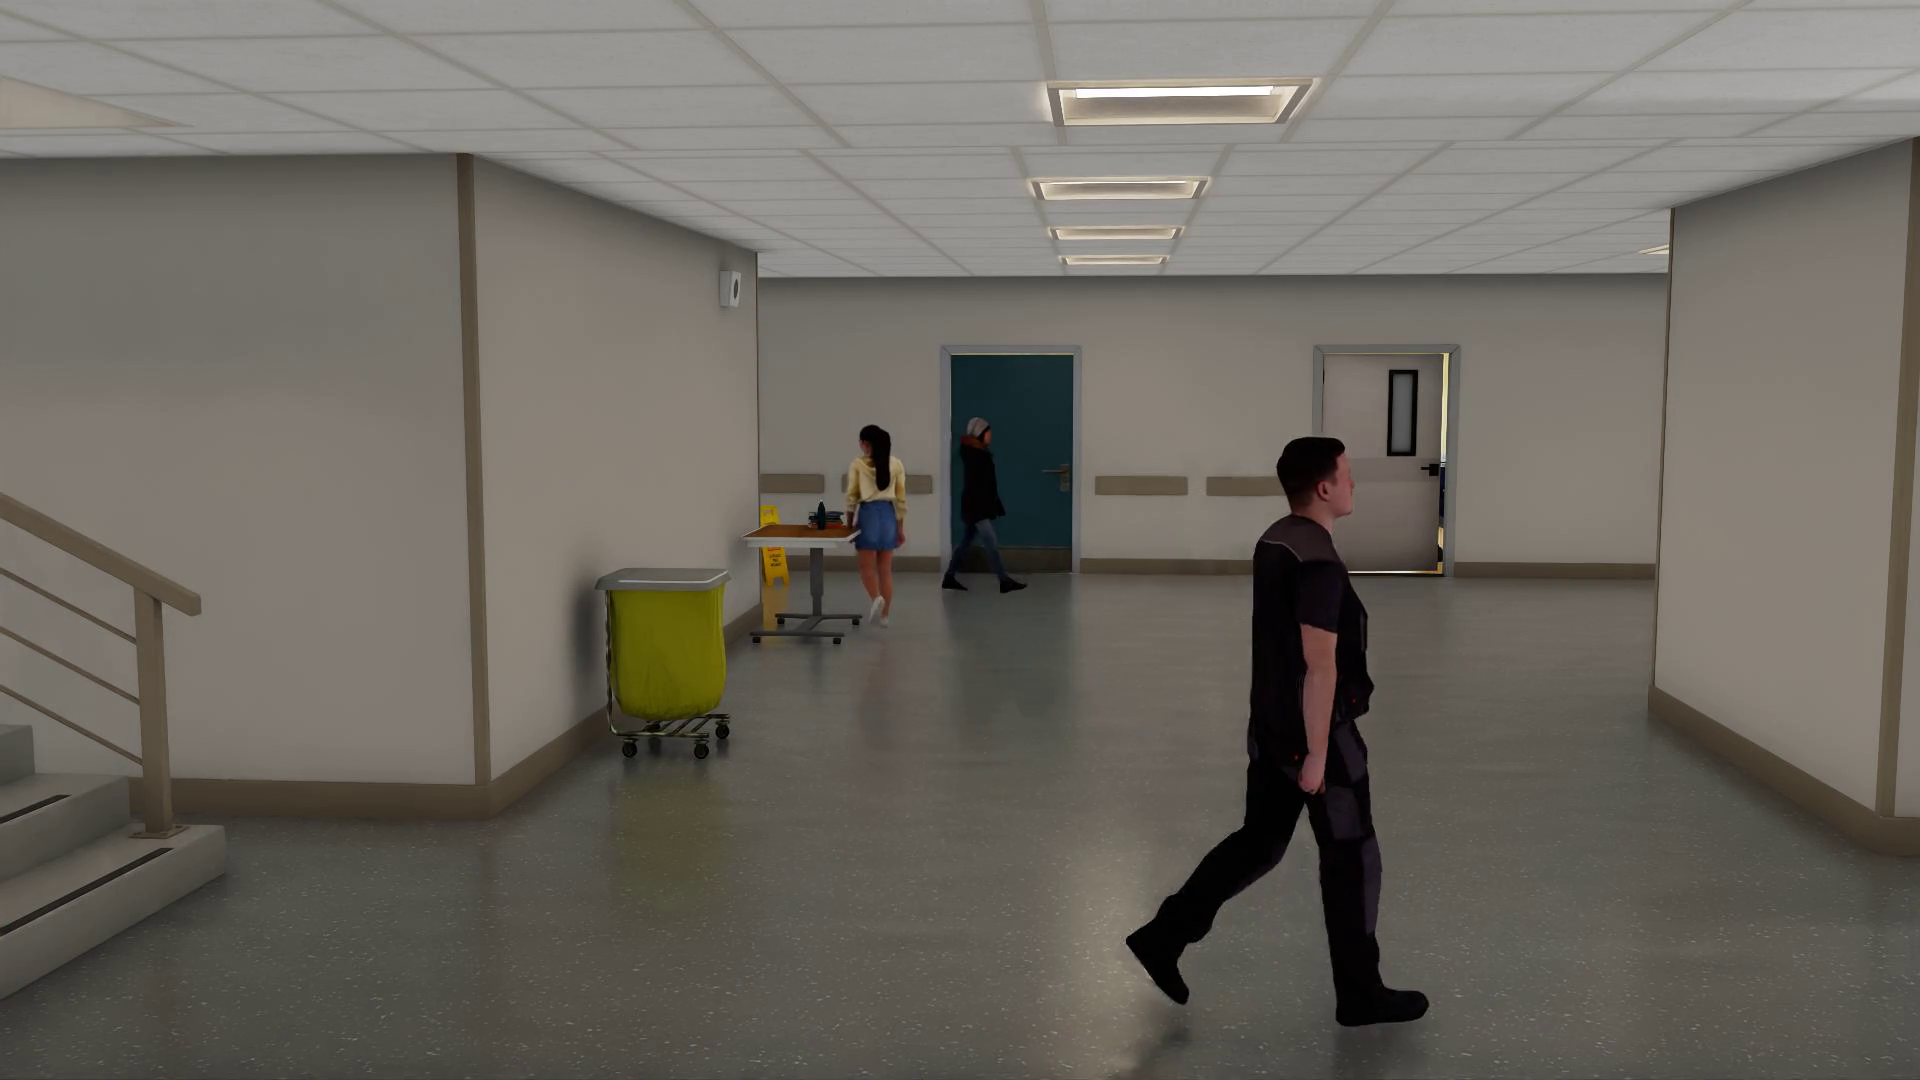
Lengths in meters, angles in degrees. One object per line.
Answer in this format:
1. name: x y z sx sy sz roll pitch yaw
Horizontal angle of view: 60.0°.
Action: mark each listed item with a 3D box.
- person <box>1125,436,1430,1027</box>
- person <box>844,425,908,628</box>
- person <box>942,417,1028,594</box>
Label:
1. person: 0.965 0.610 5.104 1.234 1.820 0.900 -1 6 -8
2. person: -0.655 -0.087 13.058 0.974 1.613 0.919 -2 6 -15
3. person: 0.088 -0.287 15.154 1.003 1.592 0.597 1 6 6
